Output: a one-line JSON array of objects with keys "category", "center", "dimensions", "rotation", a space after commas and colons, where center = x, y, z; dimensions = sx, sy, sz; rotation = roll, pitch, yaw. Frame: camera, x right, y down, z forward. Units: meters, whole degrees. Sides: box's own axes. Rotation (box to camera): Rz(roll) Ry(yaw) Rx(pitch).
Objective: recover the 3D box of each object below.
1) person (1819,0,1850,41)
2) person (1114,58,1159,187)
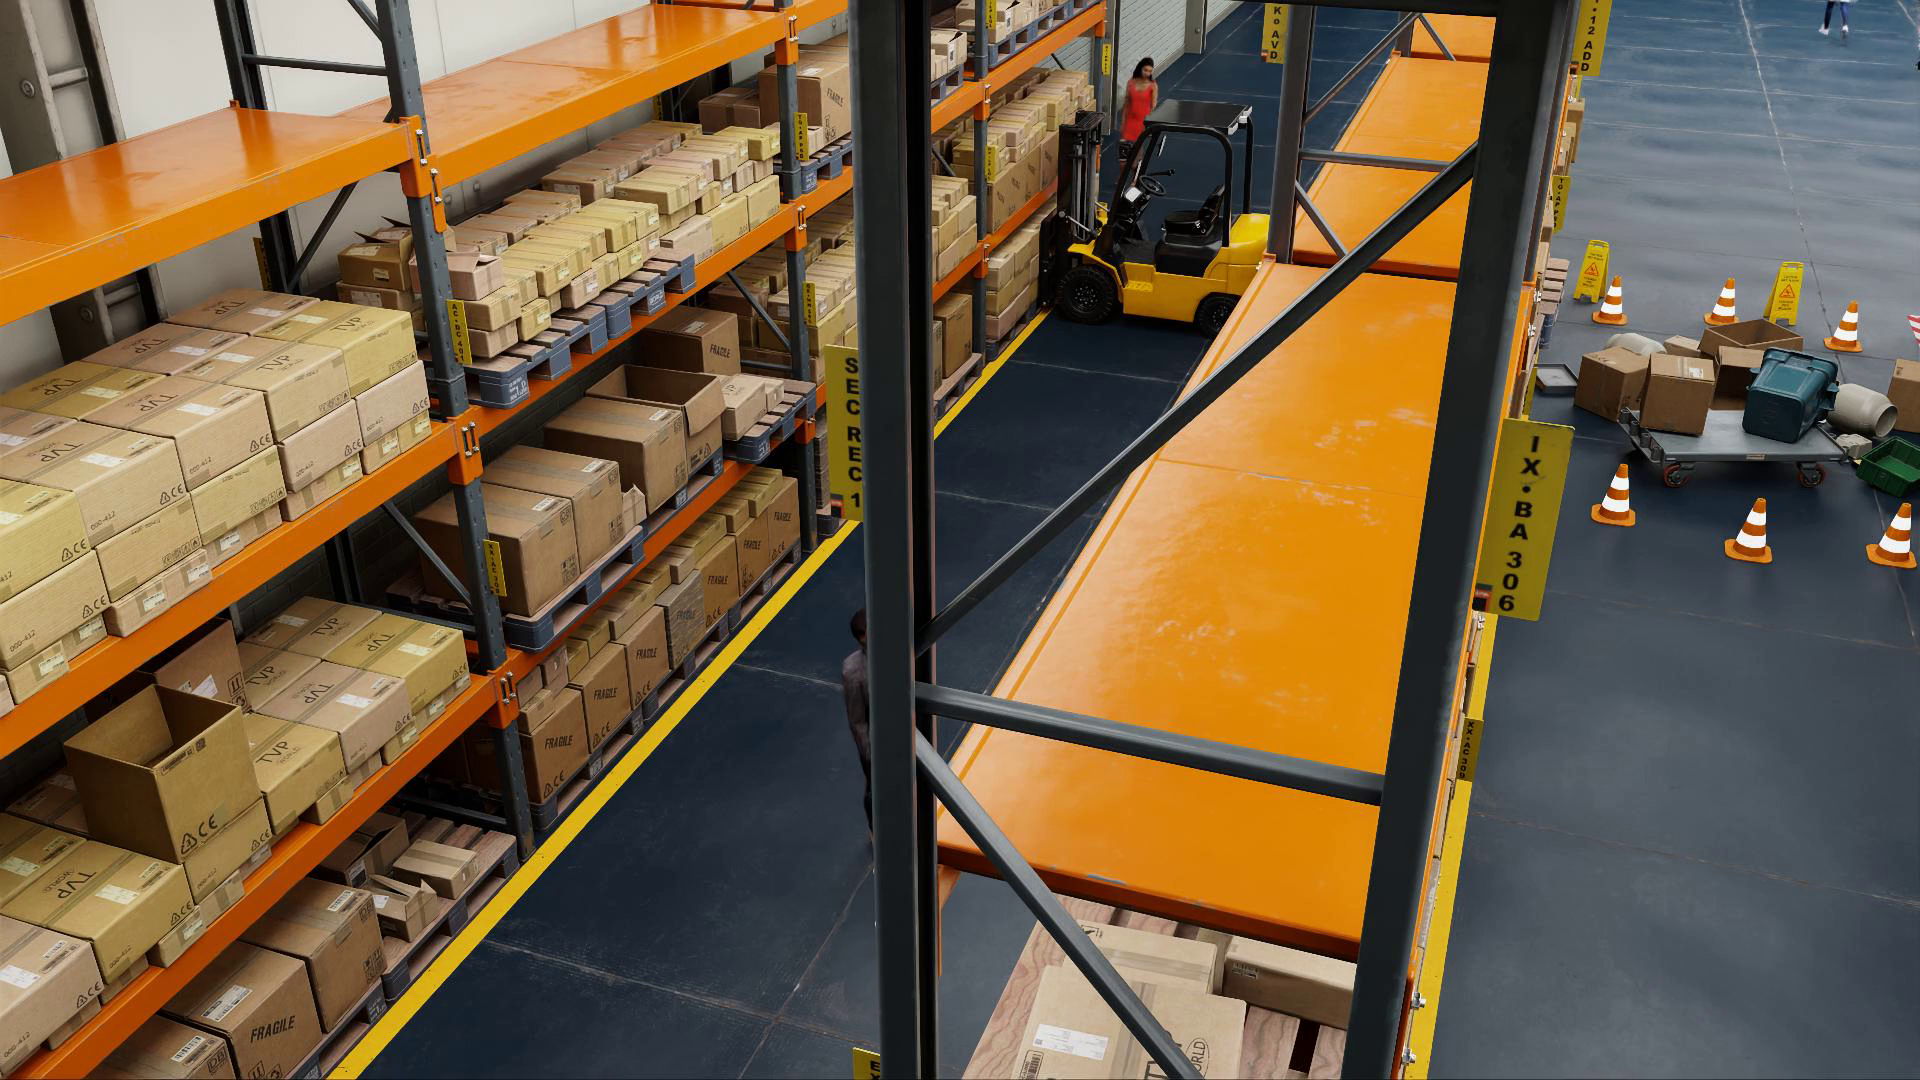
[{"category": "person", "center": [15.813, -9.833, 29.806], "dimensions": [0.852, 1.717, 1.281], "rotation": [4, 28, 7]}, {"category": "person", "center": [2.281, -5.372, 21.465], "dimensions": [0.649, 1.683, 0.545], "rotation": [17, 33, 29]}]
